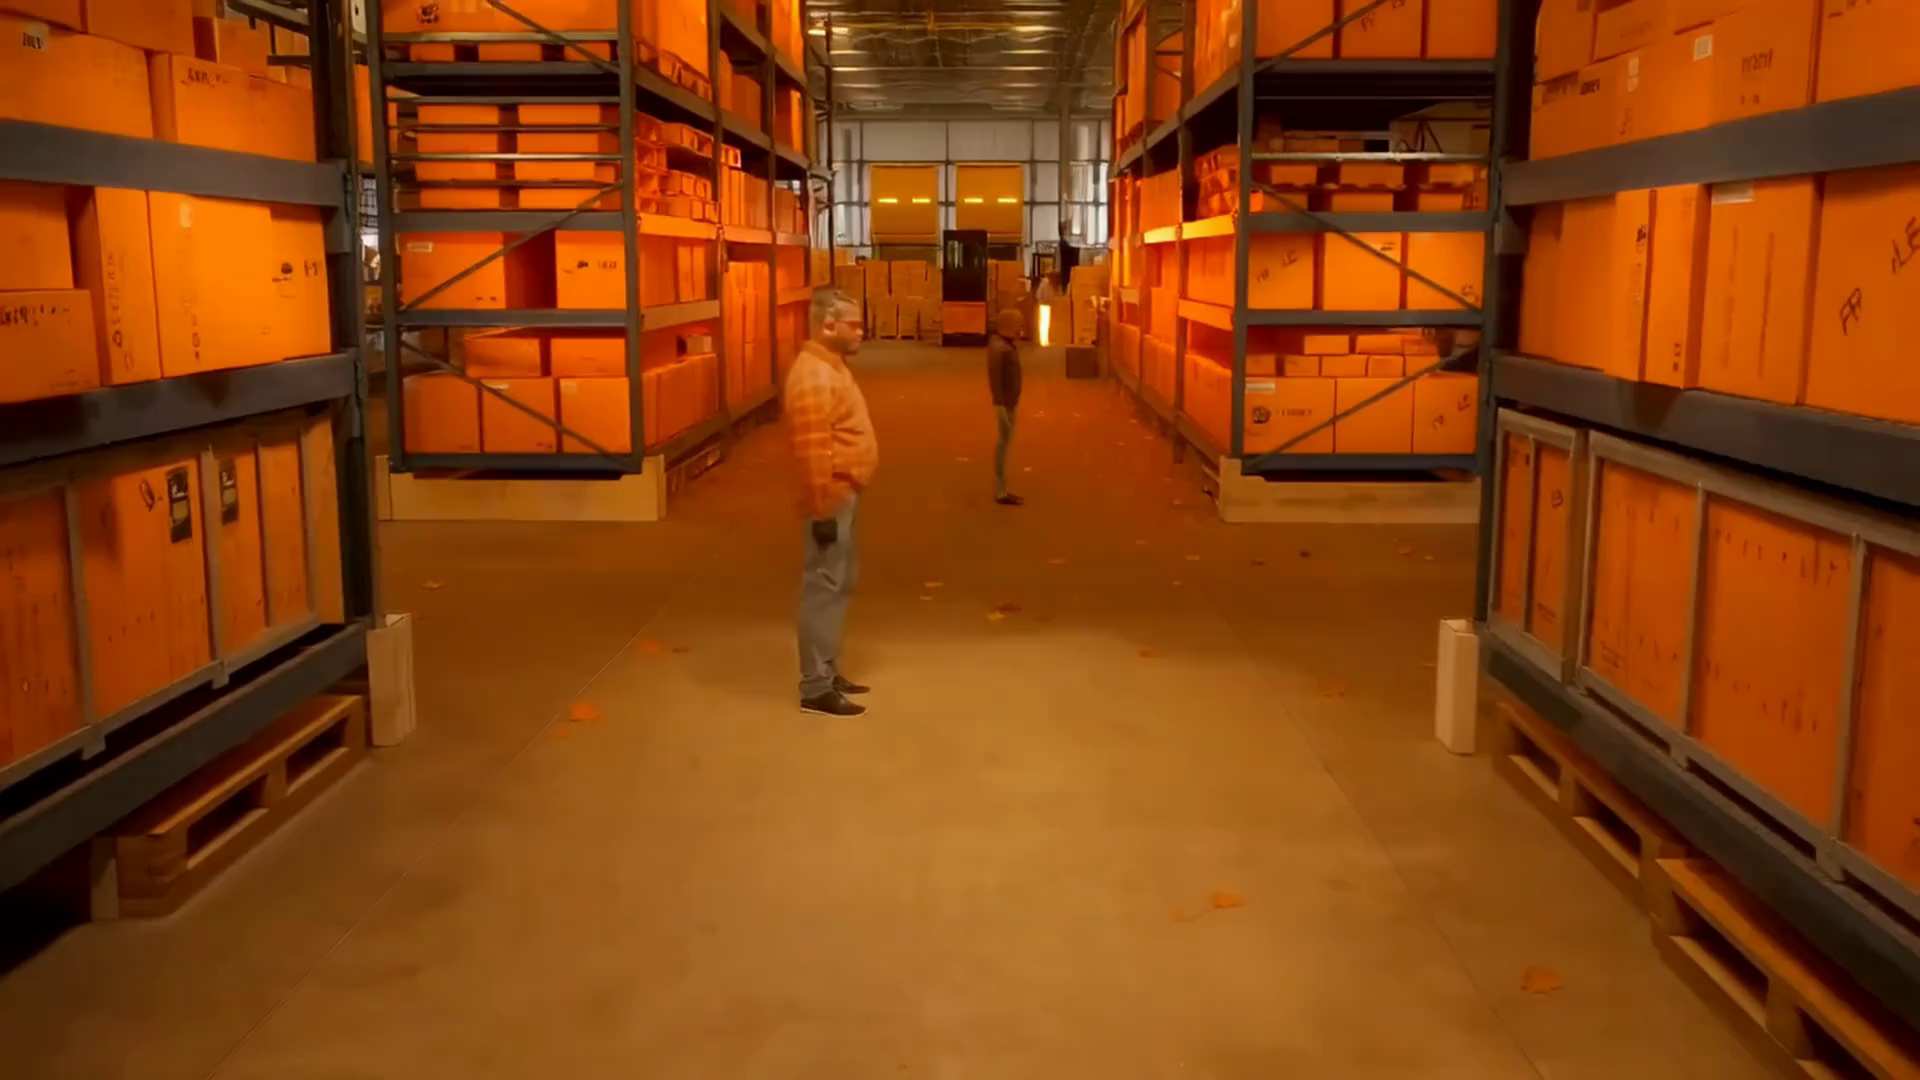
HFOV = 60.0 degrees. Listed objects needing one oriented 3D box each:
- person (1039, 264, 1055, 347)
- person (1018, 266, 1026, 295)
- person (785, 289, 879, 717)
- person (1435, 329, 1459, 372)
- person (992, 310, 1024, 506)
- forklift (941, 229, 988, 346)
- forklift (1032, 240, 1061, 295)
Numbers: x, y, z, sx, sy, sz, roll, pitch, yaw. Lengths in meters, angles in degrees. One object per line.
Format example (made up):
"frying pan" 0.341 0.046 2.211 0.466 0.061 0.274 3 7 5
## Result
"person" 2.095 -5.644 40.017 0.396 1.992 0.622 0 9 1
"person" 2.397 -9.704 64.662 0.337 1.883 0.584 0 9 1
"person" -0.567 -0.171 7.507 0.403 1.904 0.651 0 9 1
"person" 7.415 -3.134 25.247 0.403 1.906 0.651 0 9 1
"person" 0.402 -1.102 13.890 0.266 1.631 0.507 0 9 1
"forklift" 0.124 -6.117 40.203 1.129 2.768 1.873 0 9 1
"forklift" 3.172 -9.648 61.356 1.129 2.768 1.873 0 9 1
